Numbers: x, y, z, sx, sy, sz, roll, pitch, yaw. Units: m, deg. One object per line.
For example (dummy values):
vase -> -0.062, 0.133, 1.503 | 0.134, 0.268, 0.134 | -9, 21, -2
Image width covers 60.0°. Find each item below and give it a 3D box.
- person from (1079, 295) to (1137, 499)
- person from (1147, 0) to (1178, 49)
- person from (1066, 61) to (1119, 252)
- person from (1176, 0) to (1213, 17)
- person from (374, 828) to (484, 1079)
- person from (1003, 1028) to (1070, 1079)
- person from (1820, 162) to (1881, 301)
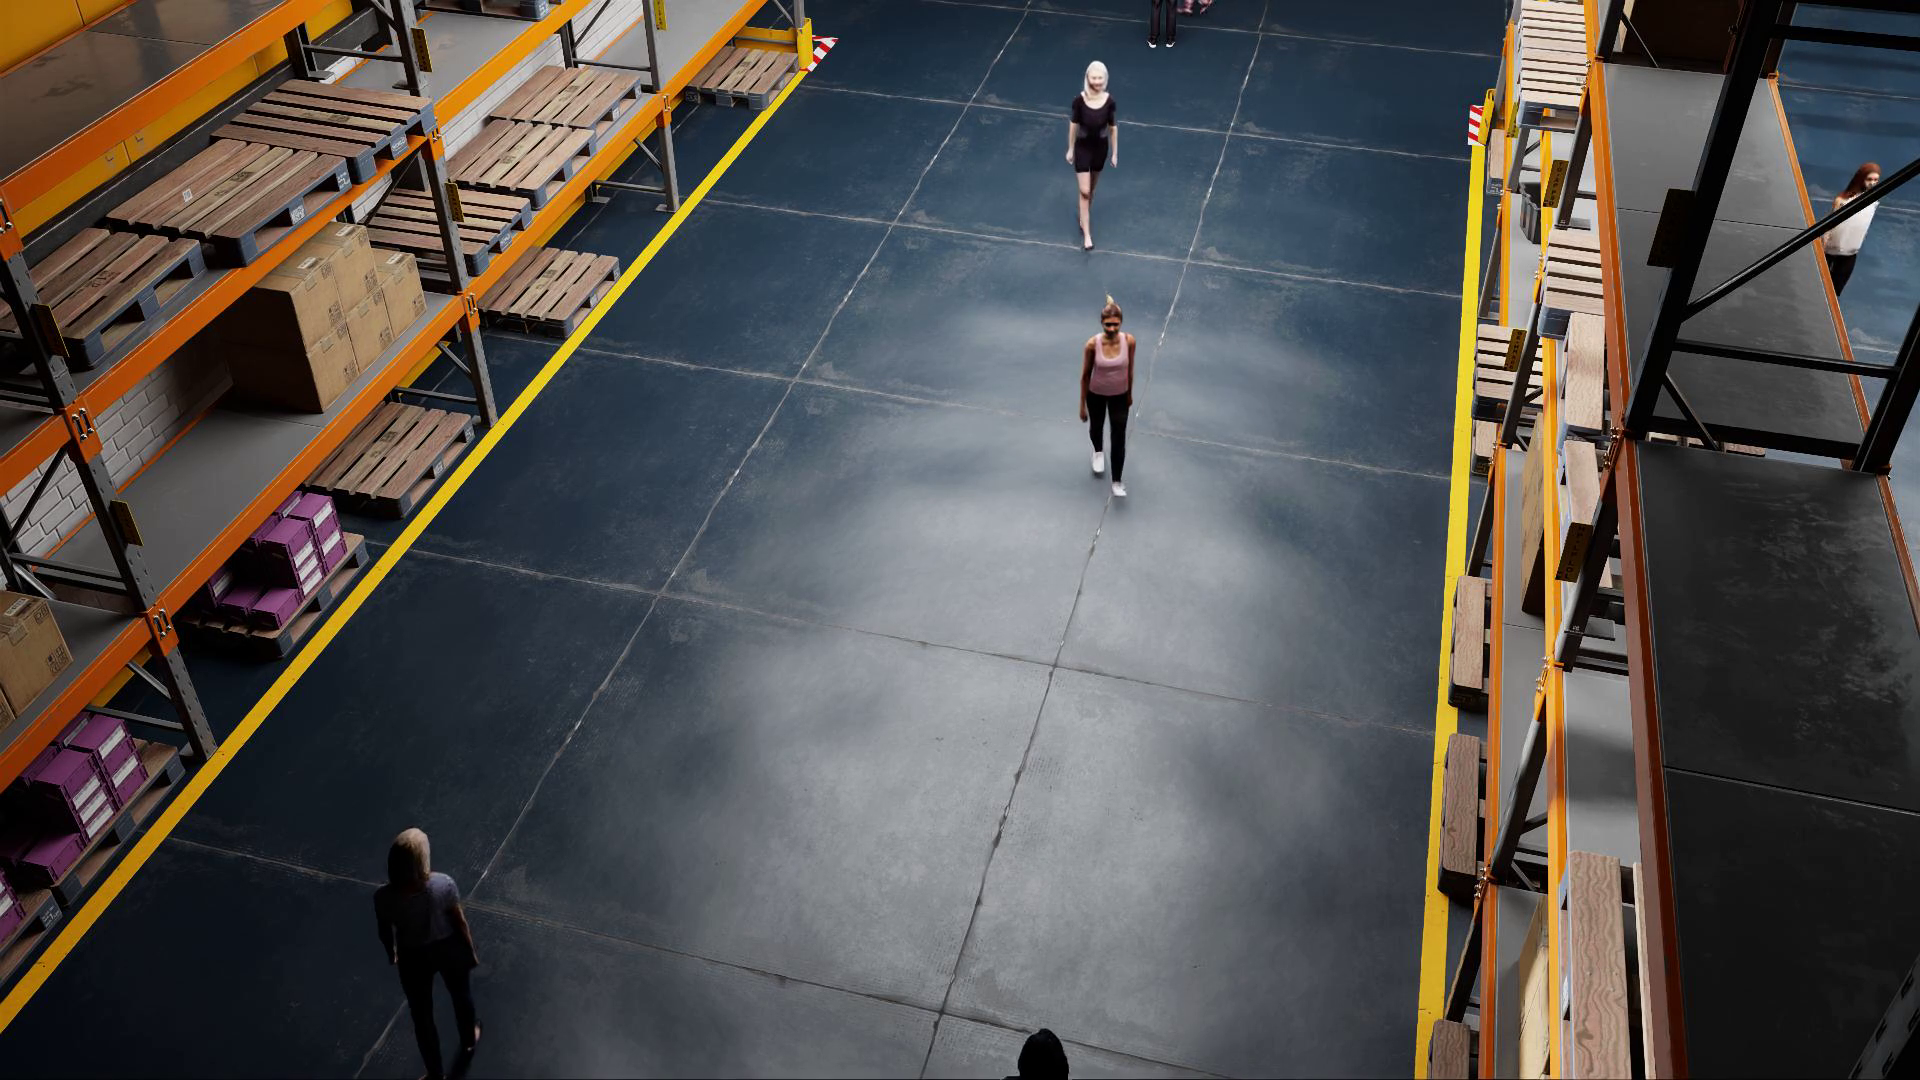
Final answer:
person -> 1.143, -1.179, 13.047 | 0.778, 1.611, 1.082 | -1, 39, -1
person -> 2.473, -6.799, 19.974 | 0.635, 1.746, 0.590 | 1, 39, 2
person -> 1.259, -3.796, 16.171 | 0.893, 1.800, 1.140 | -5, 39, -6
person -> 2.966, -7.324, 20.684 | 0.786, 1.682, 0.742 | 19, 42, 22
person -> -2.796, 2.204, 8.734 | 0.828, 1.706, 0.873 | -17, 42, -20
person -> 0.387, 2.946, 7.795 | 0.620, 1.719, 0.891 | 10, 40, 13
person -> 7.700, -2.568, 14.712 | 0.696, 1.702, 1.073 | 2, 39, 3
